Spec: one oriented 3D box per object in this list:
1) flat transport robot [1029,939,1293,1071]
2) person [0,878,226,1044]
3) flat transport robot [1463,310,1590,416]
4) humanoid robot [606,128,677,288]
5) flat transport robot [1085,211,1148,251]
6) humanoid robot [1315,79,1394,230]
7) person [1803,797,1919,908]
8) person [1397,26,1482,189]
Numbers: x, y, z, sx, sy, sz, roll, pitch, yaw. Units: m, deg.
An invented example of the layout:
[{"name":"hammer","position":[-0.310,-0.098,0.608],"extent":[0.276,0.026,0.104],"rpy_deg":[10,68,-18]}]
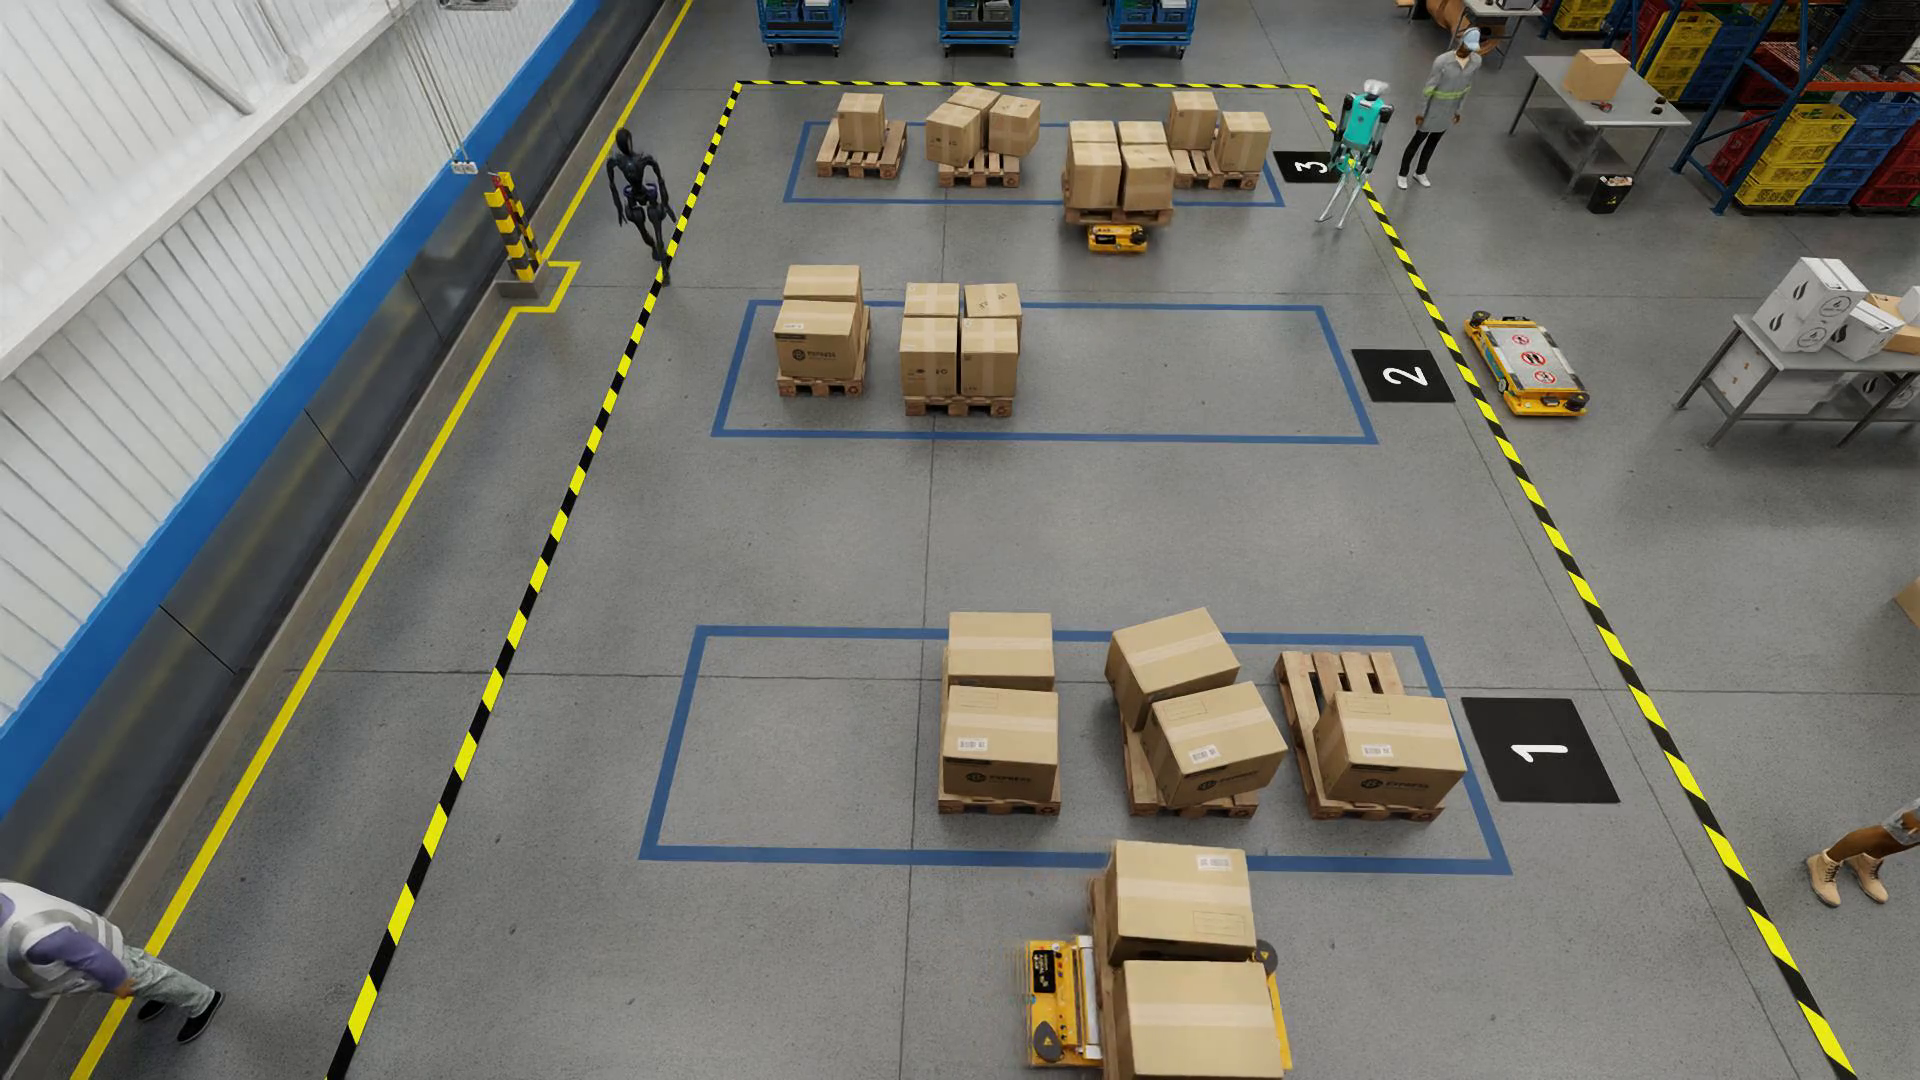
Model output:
[{"name":"flat transport robot","position":[1.124,2.633,5.236],"extent":[1.431,0.197,0.652],"rpy_deg":[1,49,1]},{"name":"person","position":[-4.480,2.138,4.653],"extent":[0.586,1.824,0.404],"rpy_deg":[19,52,16]},{"name":"flat transport robot","position":[5.573,-1.757,9.054],"extent":[0.659,0.231,1.431],"rpy_deg":[1,49,1]},{"name":"humanoid robot","position":[-3.352,-3.590,9.740],"extent":[0.601,1.638,0.752],"rpy_deg":[-7,49,-6]},{"name":"flat transport robot","position":[1.821,-3.914,10.903],"extent":[0.652,0.197,1.431],"rpy_deg":[1,49,1]},{"name":"humanoid robot","position":[4.465,-4.336,10.226],"extent":[0.533,1.677,0.735],"rpy_deg":[34,57,26]},{"name":"person","position":[5.601,1.494,5.065],"extent":[0.606,2.048,0.366],"rpy_deg":[-2,49,-2]},{"name":"person","position":[5.726,-5.117,10.916],"extent":[0.589,1.852,0.381],"rpy_deg":[-7,50,-6]}]
